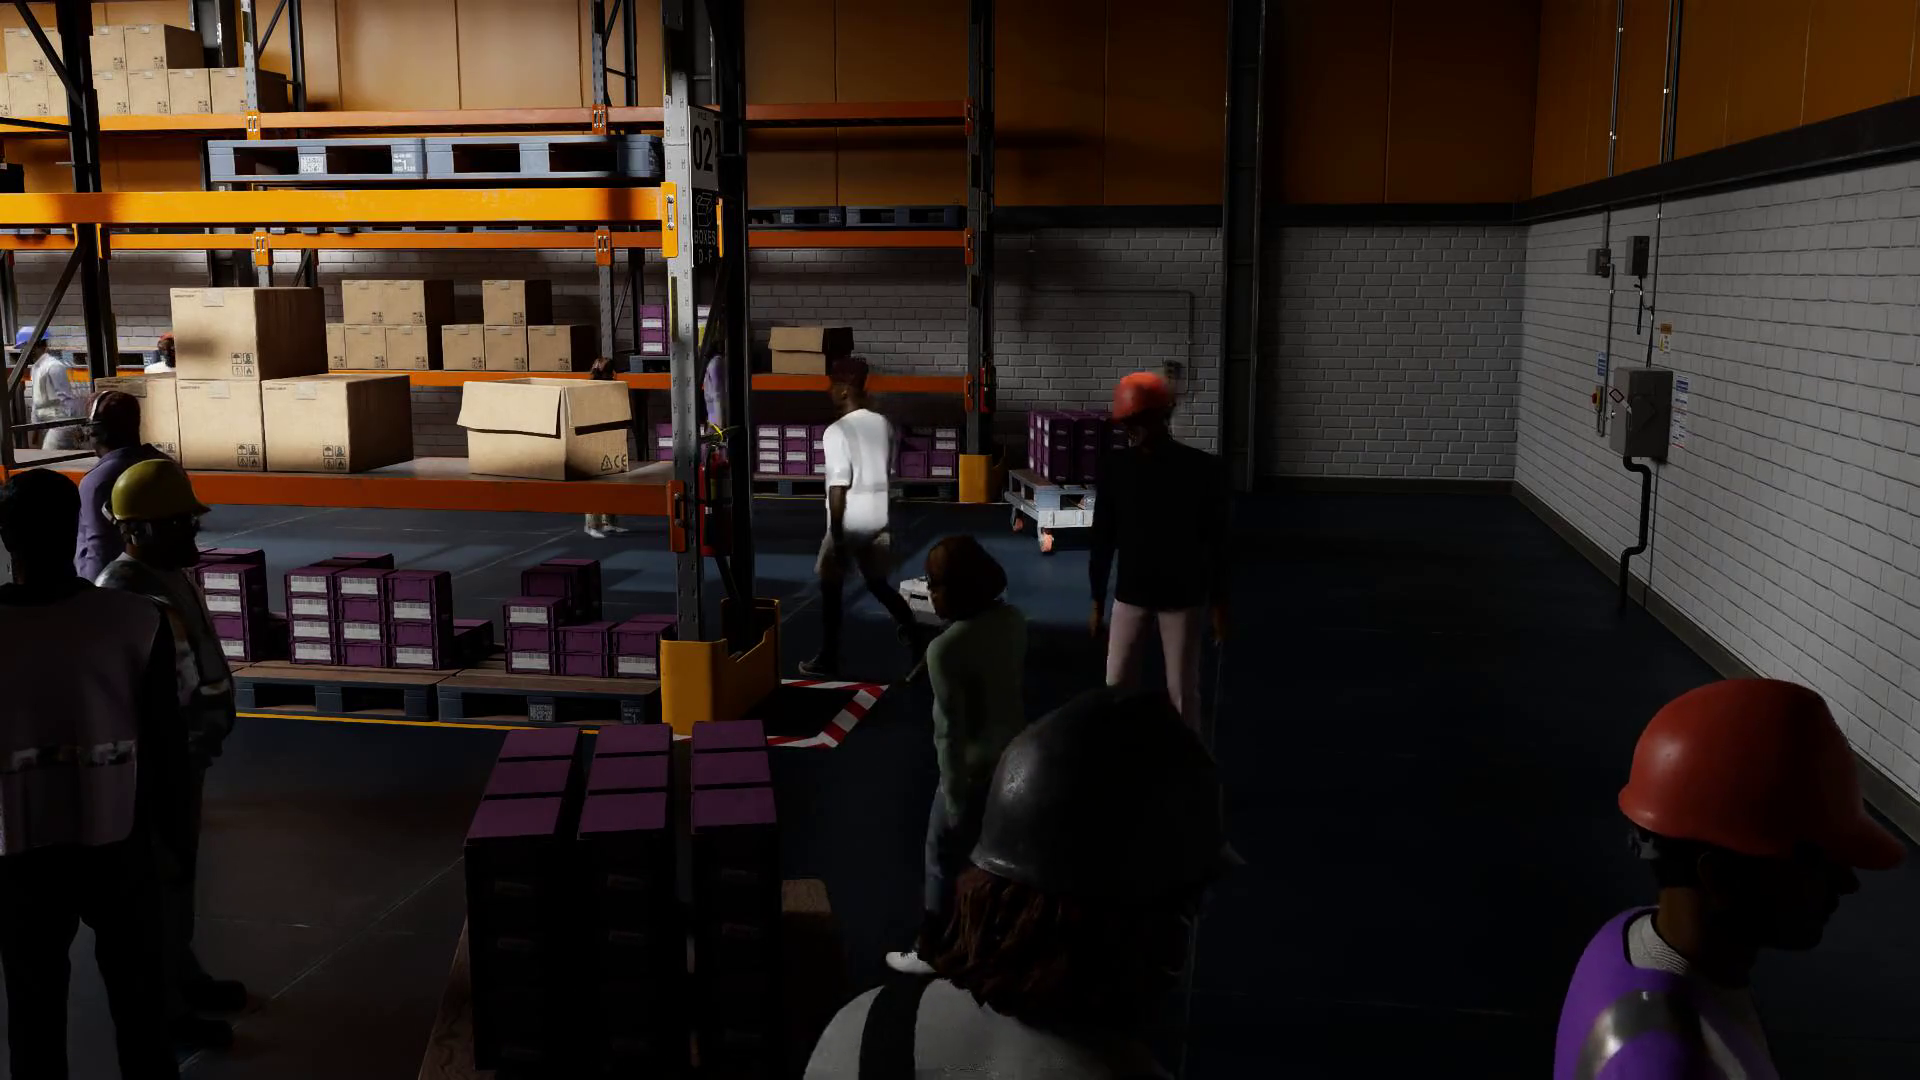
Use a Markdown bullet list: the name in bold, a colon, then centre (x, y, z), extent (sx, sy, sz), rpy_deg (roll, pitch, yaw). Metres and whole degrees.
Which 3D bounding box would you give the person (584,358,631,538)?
- **person**: centre (-3.242, -0.844, 15.190), extent (0.352, 1.638, 0.547), rpy_deg (2, 9, 15)

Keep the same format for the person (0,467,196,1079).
- **person**: centre (-2.286, 0.772, 4.274), extent (0.587, 1.919, 0.391), rpy_deg (-3, 10, -19)

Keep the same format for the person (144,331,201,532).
- **person**: centre (-7.165, -0.968, 15.203), extent (0.600, 1.866, 0.646), rpy_deg (-1, 9, -4)

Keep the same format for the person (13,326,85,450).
- **person**: centre (-8.599, -1.082, 15.825), extent (0.710, 1.896, 0.633), rpy_deg (-8, 12, -40)

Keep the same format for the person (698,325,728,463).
- **person**: centre (-2.490, -1.192, 16.540), extent (0.859, 1.878, 0.624), rpy_deg (1, 9, 5)

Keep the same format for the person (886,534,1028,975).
- **person**: centre (0.102, 0.755, 5.396), extent (0.523, 1.582, 0.865), rpy_deg (-9, 13, -44)

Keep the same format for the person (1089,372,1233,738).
- **person**: centre (0.877, 0.254, 7.354), extent (0.674, 1.967, 0.397), rpy_deg (5, 10, 26)

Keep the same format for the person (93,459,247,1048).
- **person**: centre (-2.491, 0.658, 5.242), extent (0.404, 1.835, 0.589), rpy_deg (-2, 9, -11)

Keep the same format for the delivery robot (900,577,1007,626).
- **delivery robot**: centre (-0.050, 0.386, 10.593), extent (0.707, 0.478, 0.477), rpy_deg (8, 12, 41)

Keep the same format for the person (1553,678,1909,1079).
- **person**: centre (0.905, 1.115, 2.087), extent (0.373, 1.935, 0.551), rpy_deg (3, 10, 19)

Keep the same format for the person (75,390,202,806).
- **person**: centre (-3.600, 0.304, 7.223), extent (0.402, 1.904, 0.651), rpy_deg (1, 9, 7)

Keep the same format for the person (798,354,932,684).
- **person**: centre (-0.546, -0.109, 9.672), extent (0.885, 1.938, 0.606), rpy_deg (7, 11, 36)
